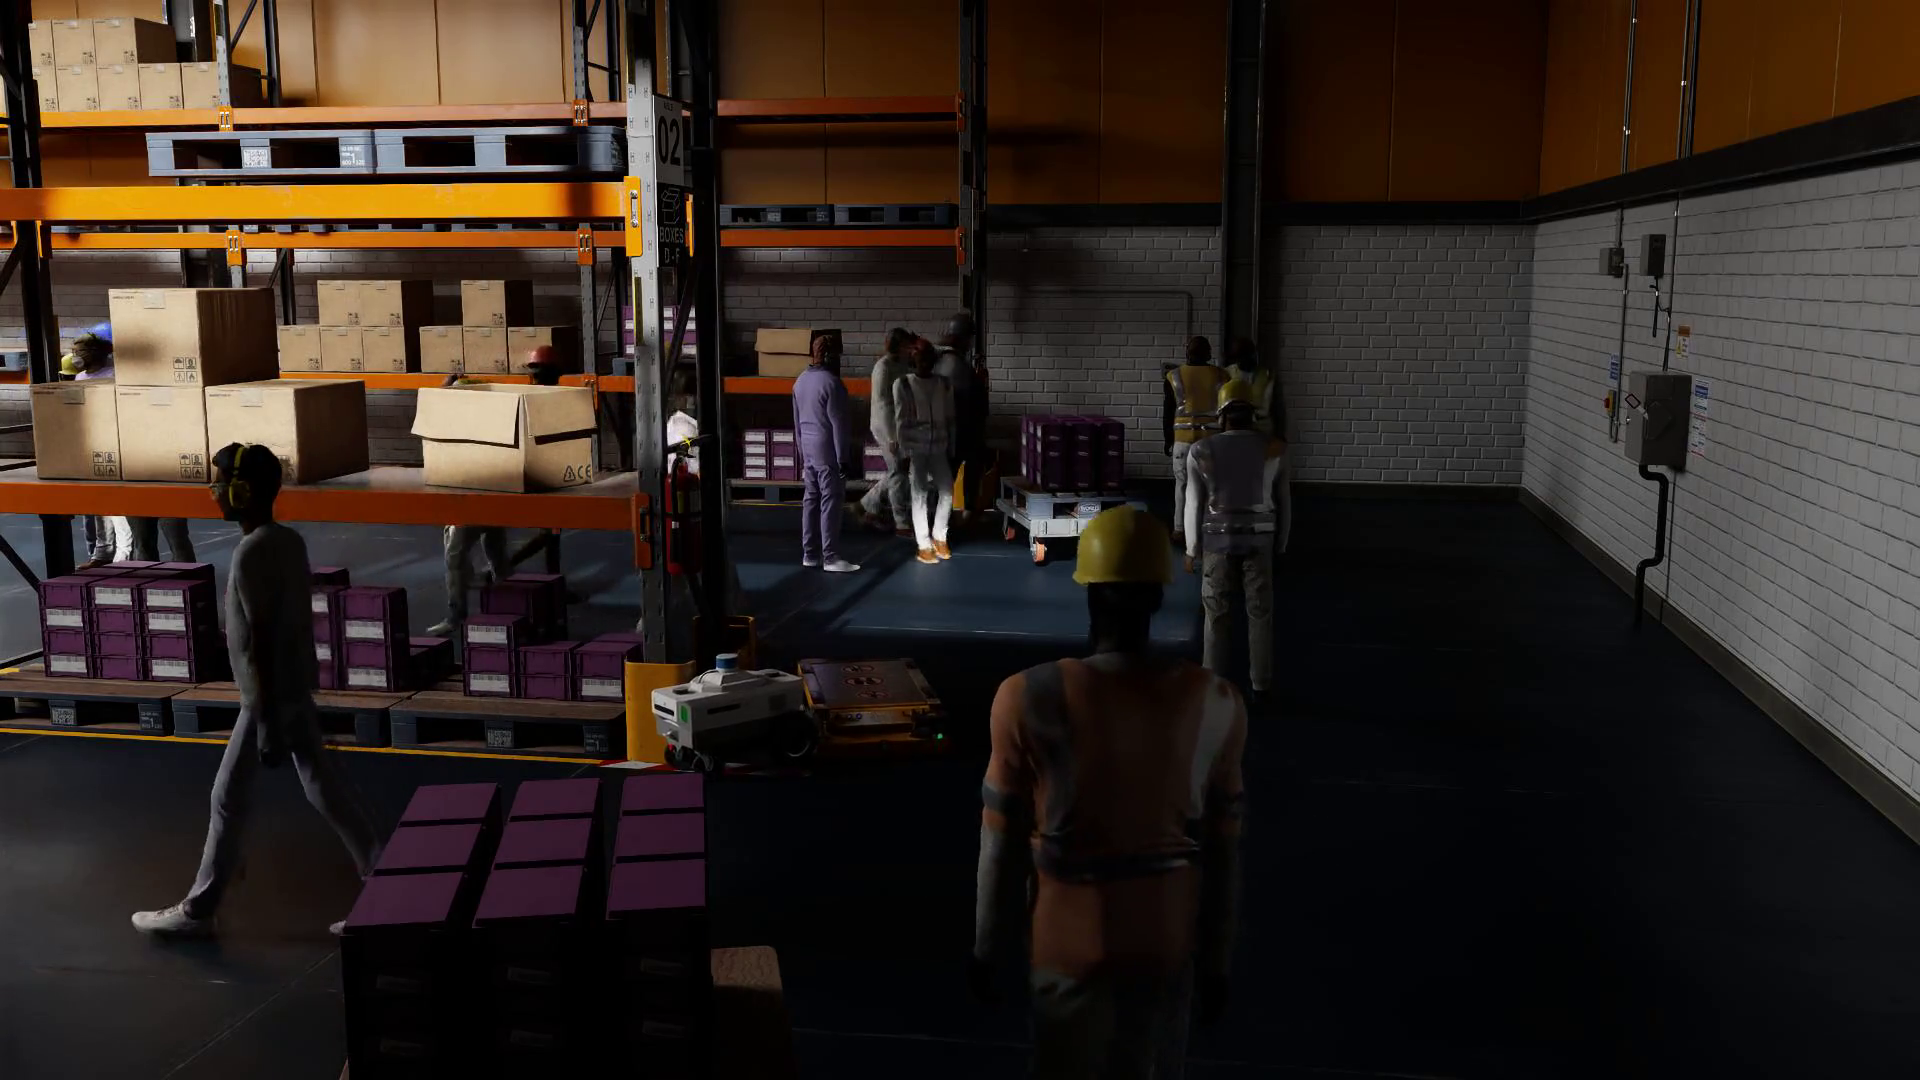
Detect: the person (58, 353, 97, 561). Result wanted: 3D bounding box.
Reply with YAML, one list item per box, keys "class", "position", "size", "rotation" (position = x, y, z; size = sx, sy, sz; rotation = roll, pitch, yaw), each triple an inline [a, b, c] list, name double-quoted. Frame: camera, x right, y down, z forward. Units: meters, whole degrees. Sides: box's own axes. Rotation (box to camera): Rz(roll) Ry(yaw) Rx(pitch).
- class: "person"
  position: [-7.143, -0.632, 13.481]
  size: [0.337, 1.759, 0.525]
  rotation: [8, 12, 40]

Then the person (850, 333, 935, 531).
- class: "person"
  position: [-0.585, -0.993, 15.462]
  size: [0.872, 1.848, 0.597]
  rotation: [-2, 9, -11]

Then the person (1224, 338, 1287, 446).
- class: "person"
  position: [2.675, -0.968, 15.446]
  size: [0.687, 1.813, 0.445]
  rotation: [1, 9, 7]

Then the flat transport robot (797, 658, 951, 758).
- class: "flat transport robot"
  position: [-0.488, 0.859, 8.815]
  size: [0.652, 0.197, 1.431]
  rotation: [-2, 9, -10]

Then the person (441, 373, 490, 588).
- class: "person"
  position: [-3.826, -0.450, 12.715]
  size: [0.308, 1.641, 0.511]
  rotation: [-5, 10, -28]

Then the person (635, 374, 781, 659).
- class: "person"
  position: [-1.629, -0.117, 10.259]
  size: [0.937, 1.807, 0.629]
  rotation: [1, 9, 3]

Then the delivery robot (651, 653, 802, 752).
- class: "delivery robot"
  position: [-1.128, 0.795, 8.060]
  size: [0.707, 0.478, 0.477]
  rotation: [-7, 12, -39]

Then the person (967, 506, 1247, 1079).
- class: "person"
  position: [0.347, 0.879, 3.674]
  size: [0.607, 1.899, 0.819]
  rotation: [-2, 9, -15]

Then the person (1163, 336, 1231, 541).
- class: "person"
  position: [2.119, -0.898, 14.877]
  size: [0.625, 1.844, 0.429]
  rotation: [0, 9, 1]

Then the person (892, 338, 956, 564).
- class: "person"
  position: [-0.272, -0.724, 13.700]
  size: [0.582, 1.868, 0.428]
  rotation: [-4, 10, -24]

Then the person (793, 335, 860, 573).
- class: "person"
  position: [-1.064, -0.694, 13.404]
  size: [0.406, 1.906, 0.654]
  rotation: [-7, 11, -37]

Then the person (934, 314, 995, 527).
- class: "person"
  position: [0.080, -1.127, 15.679]
  size: [0.728, 2.000, 0.713]
  rotation: [0, 9, 1]

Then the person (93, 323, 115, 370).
- class: "person"
  position: [-8.622, -1.238, 16.829]
  size: [0.907, 1.887, 0.607]
  rotation: [2, 9, 13]

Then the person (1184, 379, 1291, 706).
- class: "person"
  position: [1.532, 0.020, 9.231]
  size: [0.589, 1.824, 0.403]
  rotation: [0, 9, 2]

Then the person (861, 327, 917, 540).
- class: "person"
  position: [-0.614, -0.954, 14.959]
  size: [0.713, 1.923, 0.734]
  rotation: [2, 9, 15]

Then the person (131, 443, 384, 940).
- class: "person"
  position: [-2.467, 0.555, 5.951]
  size: [1.000, 1.816, 0.545]
  rotation: [0, 9, 2]

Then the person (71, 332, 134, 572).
- class: "person"
  position: [-6.804, -0.673, 13.174]
  size: [0.627, 1.940, 0.370]
  rotation: [6, 11, 34]

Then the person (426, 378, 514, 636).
- class: "person"
  position: [-3.275, -0.208, 11.026]
  size: [0.713, 1.708, 0.479]
  rotation: [0, 9, 0]

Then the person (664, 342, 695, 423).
- class: "person"
  position: [-2.546, -0.908, 15.133]
  size: [0.714, 1.775, 0.617]
  rotation: [3, 10, 18]

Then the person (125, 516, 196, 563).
- class: "person"
  position: [-5.510, -0.384, 11.381]
  size: [0.635, 1.938, 0.360]
  rotation: [1, 9, 3]

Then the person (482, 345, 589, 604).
- class: "person"
  position: [-3.065, -0.443, 11.898]
  size: [0.682, 1.889, 0.584]
  rotation: [-6, 11, -33]
